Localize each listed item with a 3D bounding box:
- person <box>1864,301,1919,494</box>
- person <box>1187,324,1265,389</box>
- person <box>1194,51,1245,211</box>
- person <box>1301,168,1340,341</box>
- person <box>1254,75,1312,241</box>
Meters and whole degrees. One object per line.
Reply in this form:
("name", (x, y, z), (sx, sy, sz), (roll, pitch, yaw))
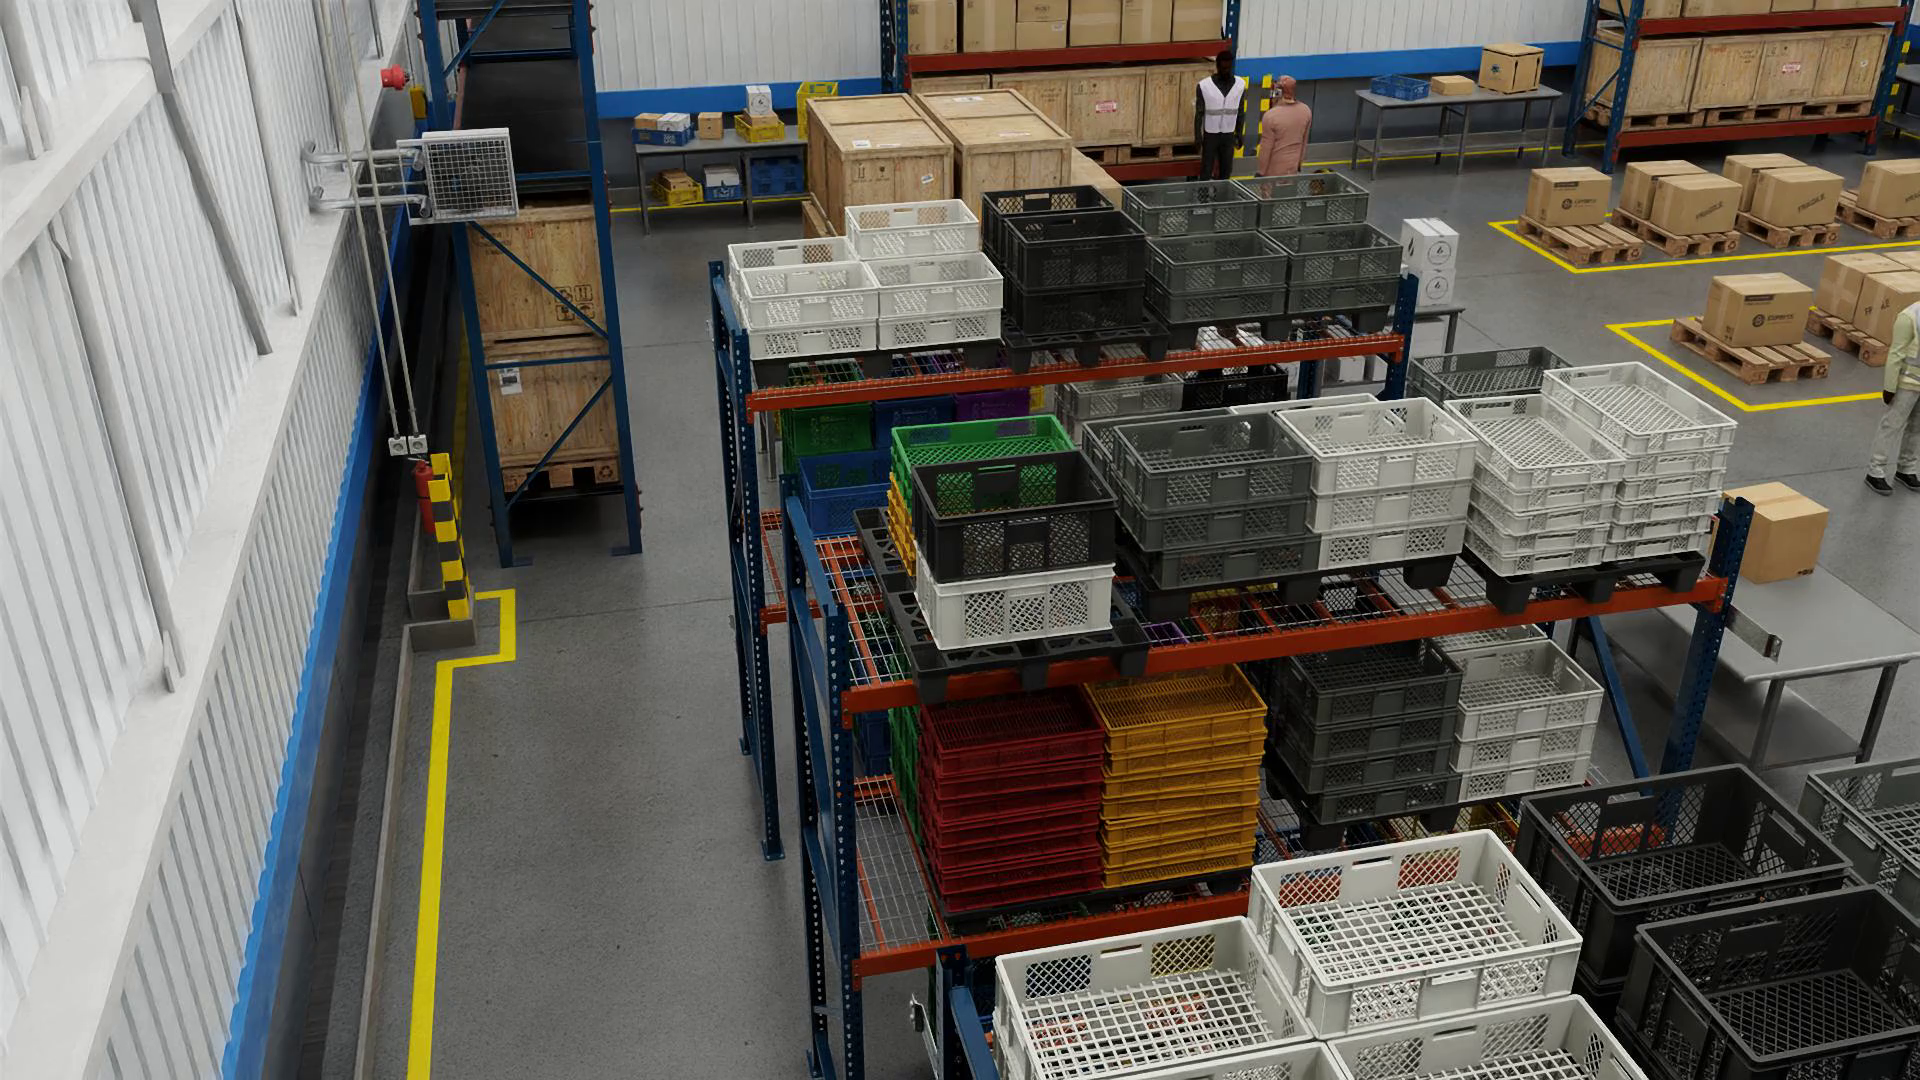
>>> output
("person", (7.329, -1.220, 12.683), (0.588, 1.825, 0.403), (-6, 28, -11))
("person", (1.893, -0.912, 12.041), (0.579, 1.877, 0.348), (17, 32, 29))
("person", (2.971, -4.670, 19.139), (0.599, 1.909, 0.400), (-6, 28, -12))
("person", (3.171, -2.410, 14.886), (0.328, 1.873, 0.512), (-7, 29, -13))
("person", (3.439, -4.048, 17.952), (0.642, 1.913, 0.409), (-17, 32, -29))
